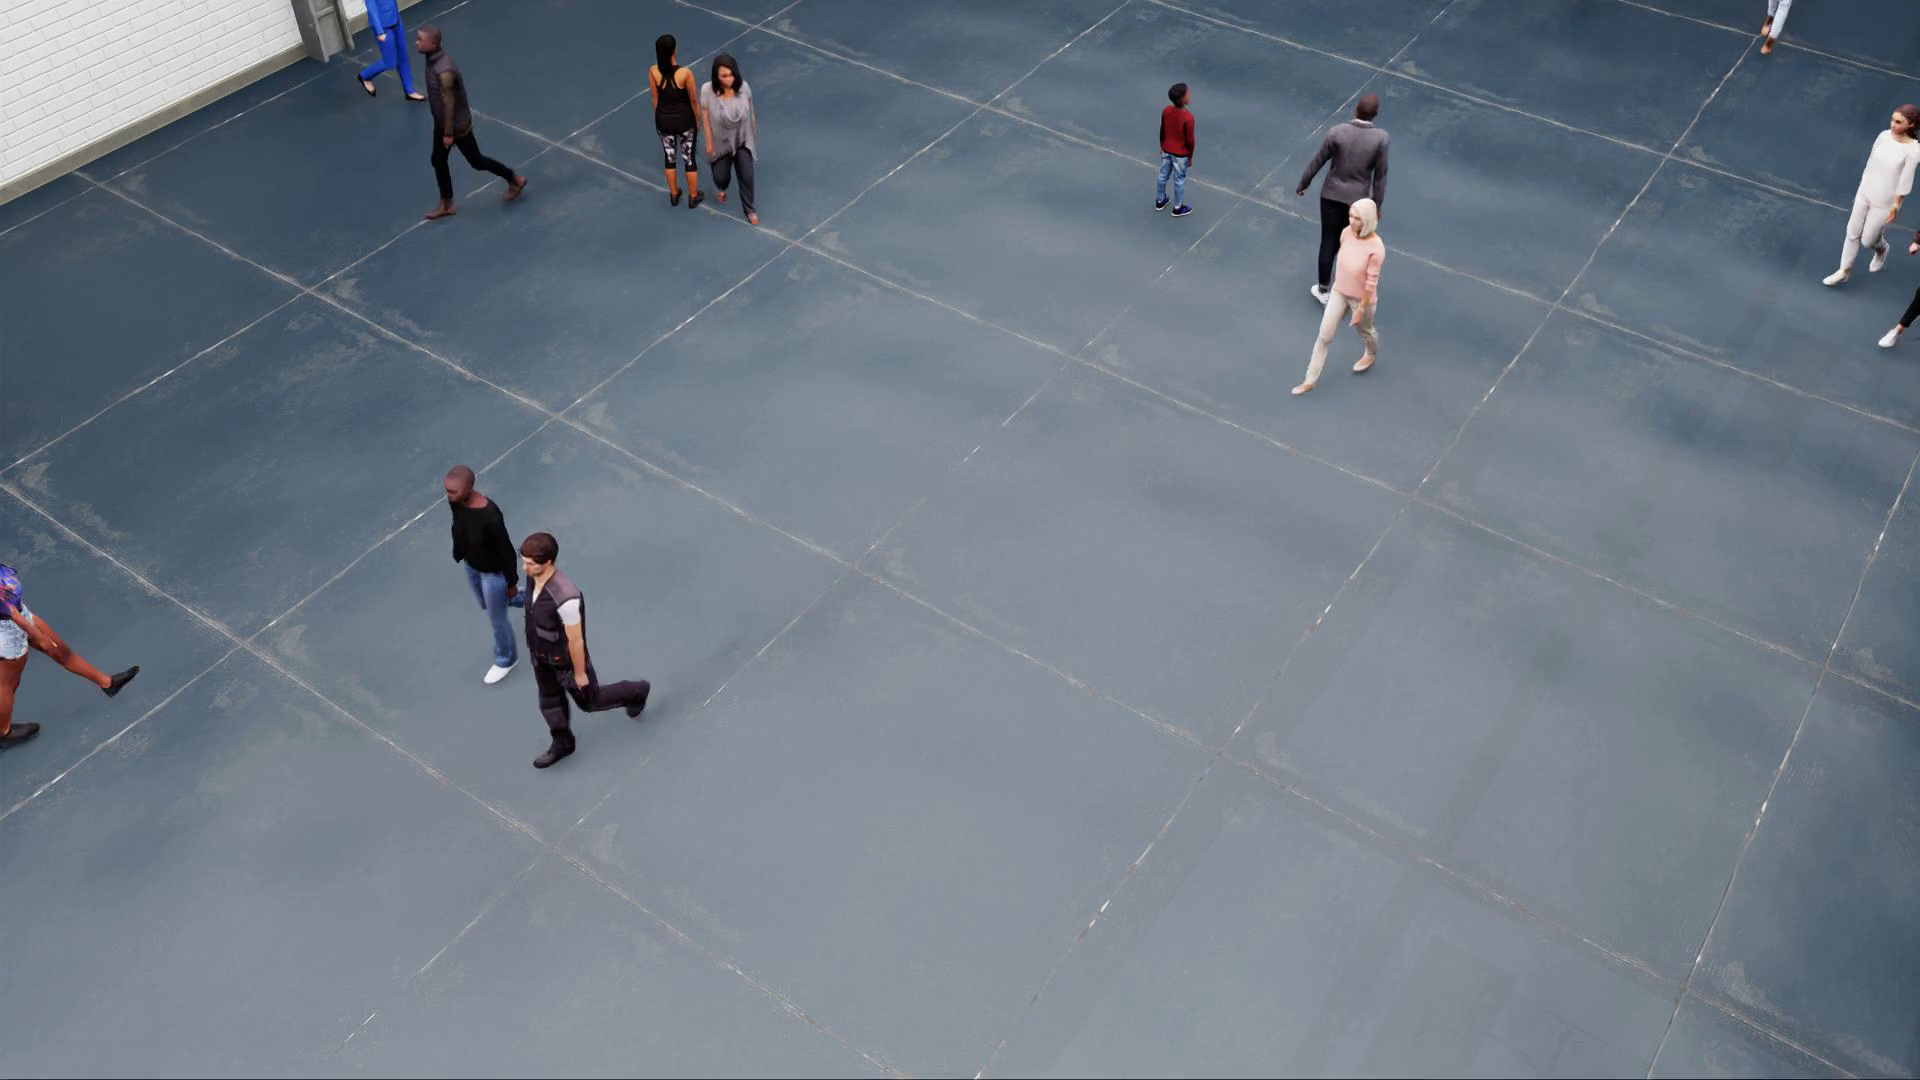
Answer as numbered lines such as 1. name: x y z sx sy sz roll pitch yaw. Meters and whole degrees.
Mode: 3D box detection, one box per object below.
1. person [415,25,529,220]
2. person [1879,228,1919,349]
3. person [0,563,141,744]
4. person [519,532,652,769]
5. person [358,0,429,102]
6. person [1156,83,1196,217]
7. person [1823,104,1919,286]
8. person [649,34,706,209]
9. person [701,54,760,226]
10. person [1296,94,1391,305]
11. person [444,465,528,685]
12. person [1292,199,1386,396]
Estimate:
1. person: -4.389 -3.689 14.732 1.296 1.792 0.974 -26 49 -25
2. person: 8.004 -2.383 13.452 1.193 1.667 0.876 -26 50 -25
3. person: -5.938 0.620 10.285 1.242 1.687 0.902 -24 49 -23
4. person: -2.351 0.630 10.175 1.139 1.824 0.814 -32 52 -29
5. person: -5.691 -5.031 16.215 0.932 1.689 0.948 4 44 4
6. person: 1.939 -3.510 14.934 0.526 1.253 0.509 32 52 29
7. person: 7.781 -2.898 13.988 0.943 1.673 0.826 -20 47 -20
8. person: -2.550 -3.758 14.898 0.647 1.664 0.658 4 44 4
9. person: -2.064 -3.601 14.783 0.899 1.594 0.943 -15 46 -15
10. person: 3.189 -2.775 13.797 1.150 1.758 1.304 6 44 6
11. person: -2.989 0.138 10.758 0.610 1.733 0.930 23 48 22
12. person: 3.136 -1.916 12.950 1.179 1.683 0.782 -30 51 -28
